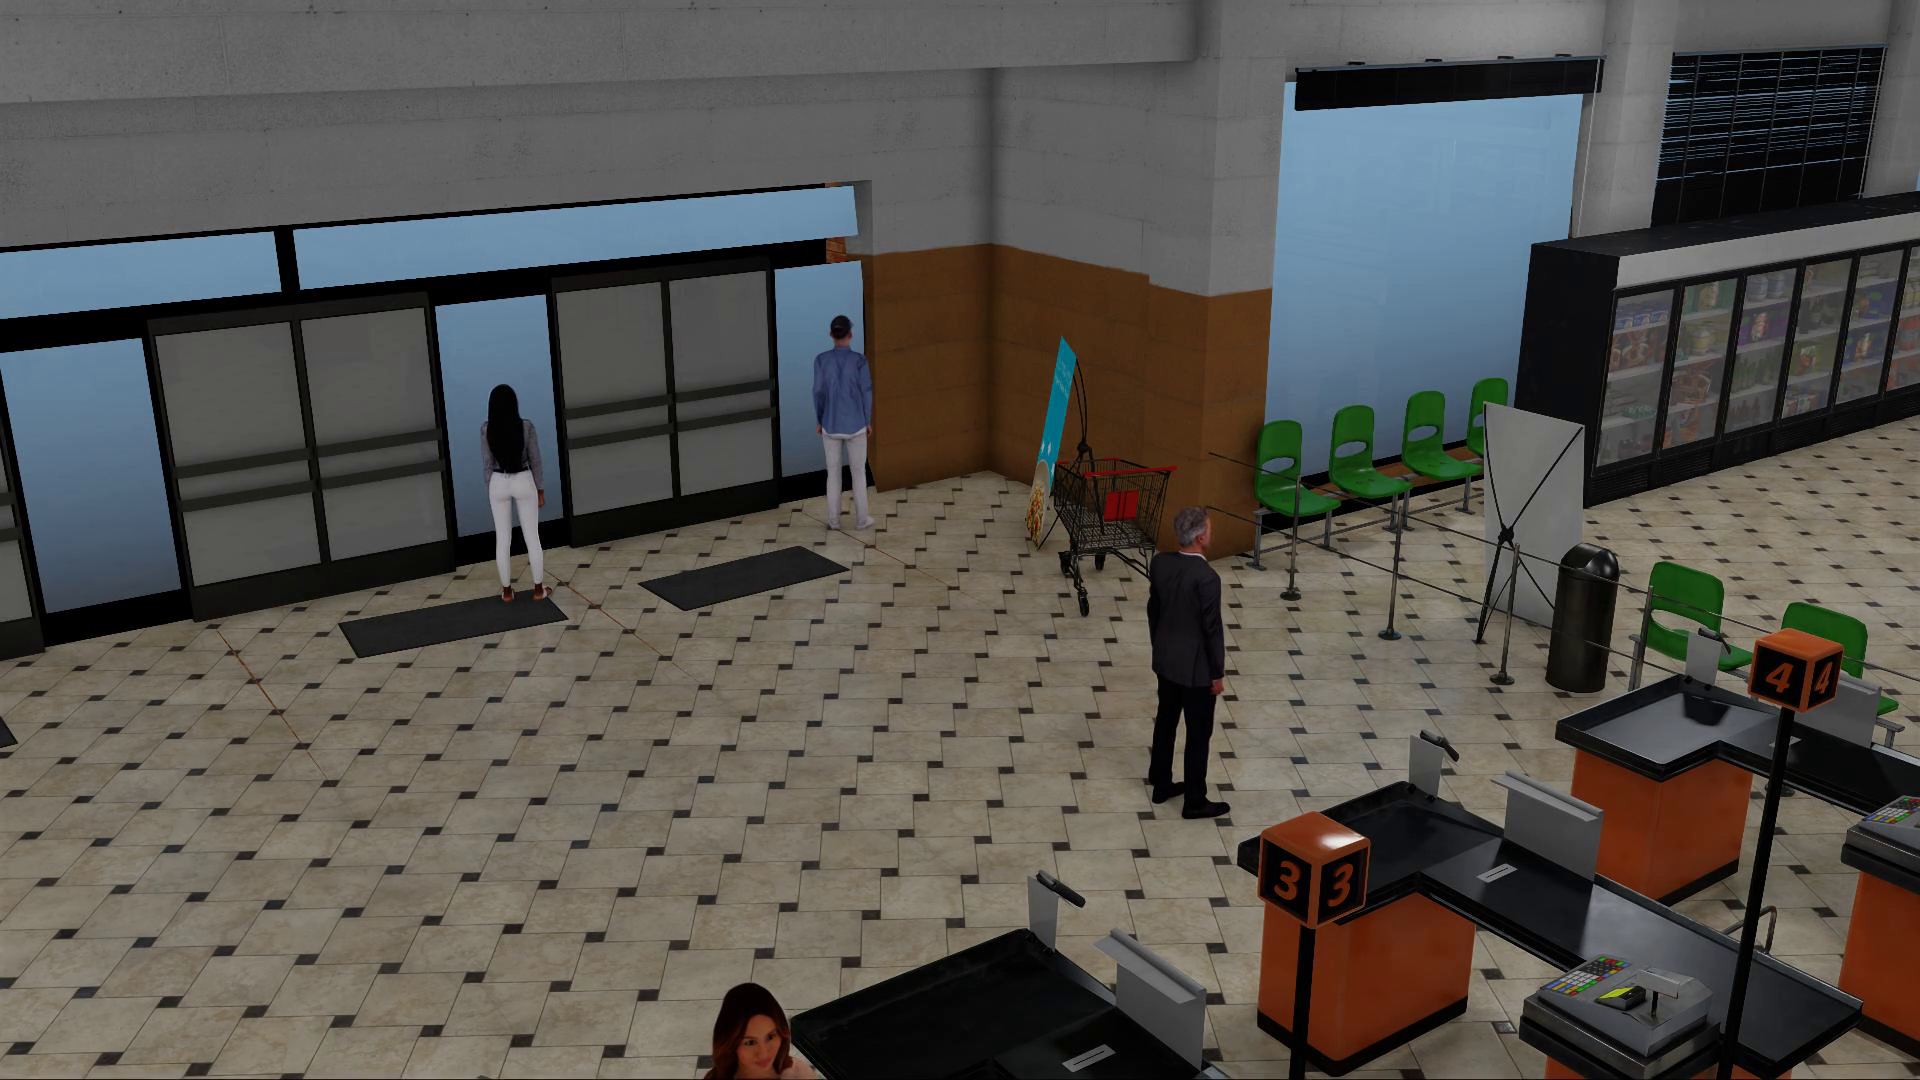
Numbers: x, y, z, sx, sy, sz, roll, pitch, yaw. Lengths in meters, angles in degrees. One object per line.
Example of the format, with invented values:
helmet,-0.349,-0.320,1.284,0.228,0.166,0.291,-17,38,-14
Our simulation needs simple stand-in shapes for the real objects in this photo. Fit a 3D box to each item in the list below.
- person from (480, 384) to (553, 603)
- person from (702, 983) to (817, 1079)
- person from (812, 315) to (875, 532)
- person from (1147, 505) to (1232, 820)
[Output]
person,-3.411,-0.361,12.713,0.671,1.725,0.676,-2,19,-6
person,-0.627,2.152,5.153,0.594,1.792,0.532,-11,21,-29
person,-1.003,-1.008,14.376,0.734,1.887,0.772,2,19,5
person,1.295,0.678,9.446,0.769,1.842,0.517,-13,23,-34
